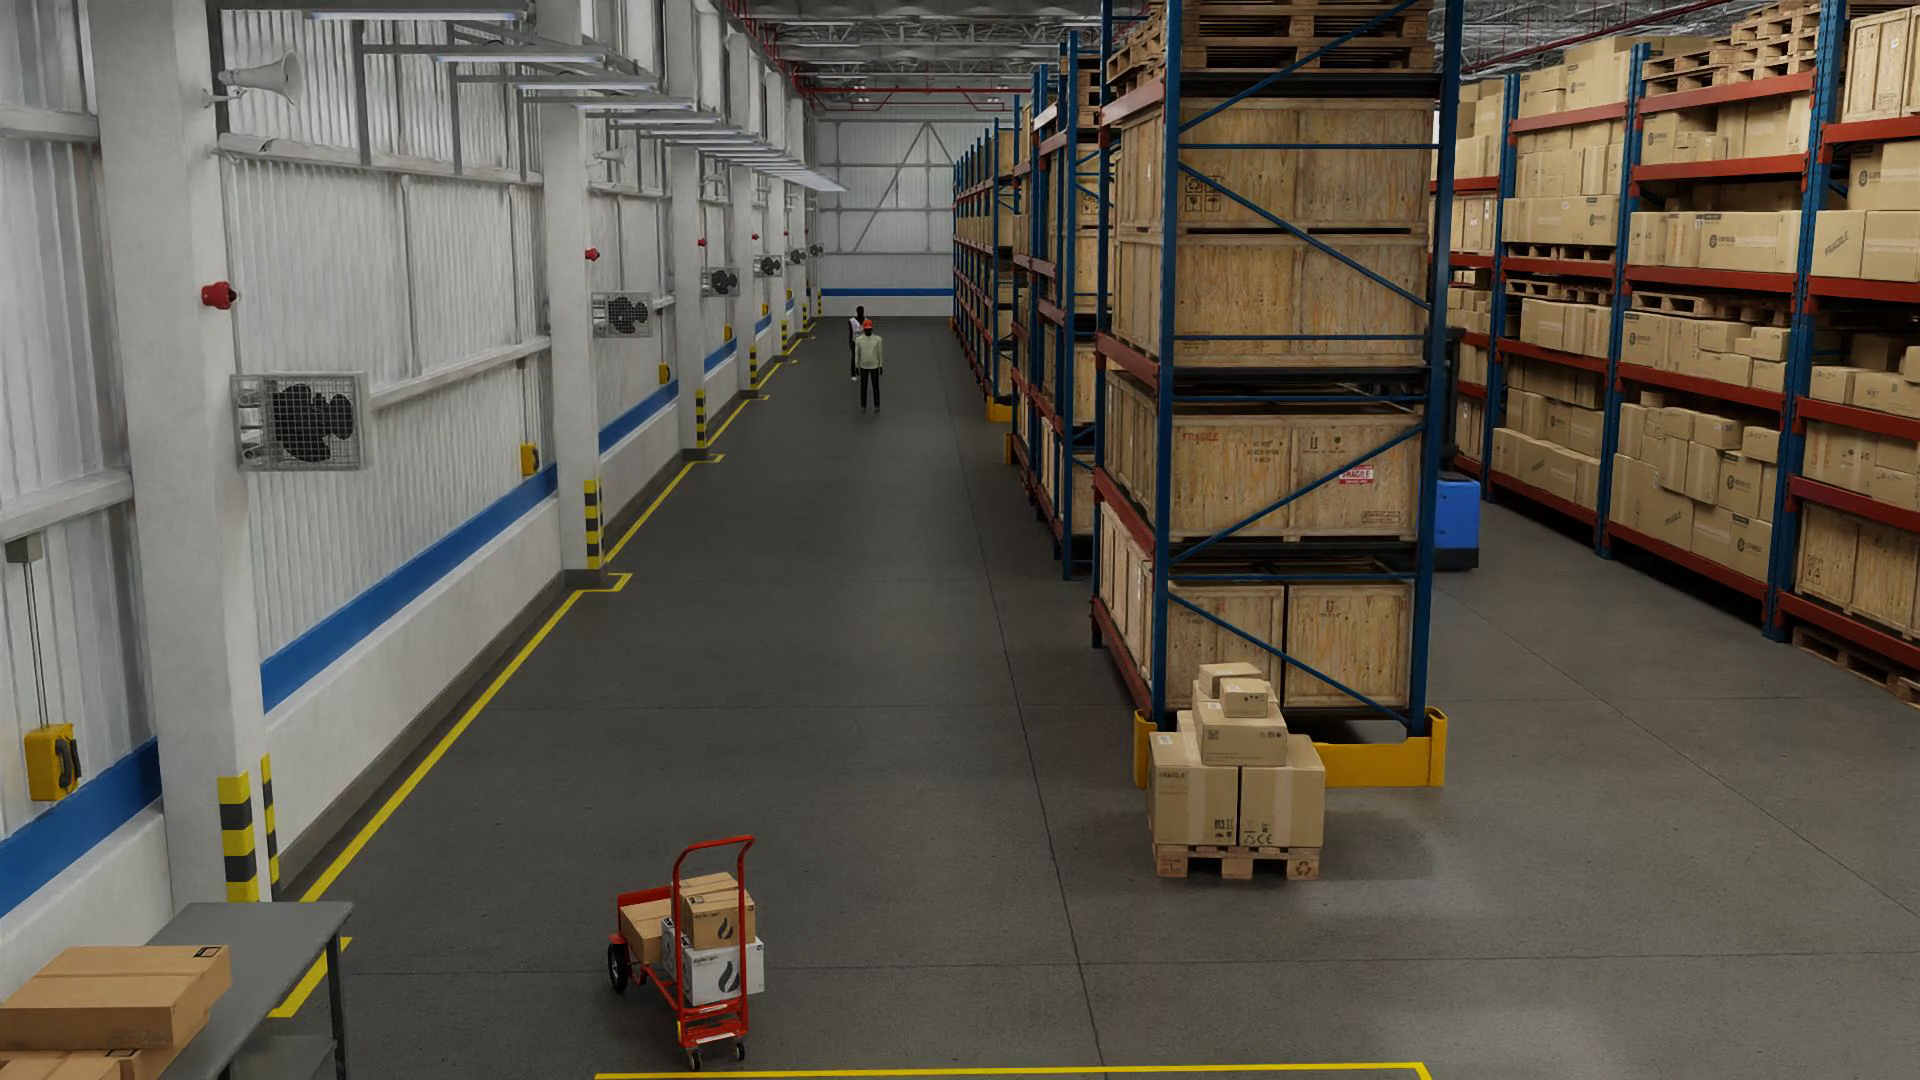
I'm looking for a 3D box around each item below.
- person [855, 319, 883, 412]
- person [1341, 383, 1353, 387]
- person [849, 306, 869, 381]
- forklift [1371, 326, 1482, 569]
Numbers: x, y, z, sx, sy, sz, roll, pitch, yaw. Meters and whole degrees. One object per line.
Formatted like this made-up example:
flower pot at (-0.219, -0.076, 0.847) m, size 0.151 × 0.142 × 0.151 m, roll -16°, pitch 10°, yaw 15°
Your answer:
person at (-1.942, -3.710, 35.493) m, size 0.618 × 1.989 × 0.401 m, roll 0°, pitch 11°, yaw 1°
person at (7.673, -3.172, 33.111) m, size 0.454 × 1.820 × 0.585 m, roll -1°, pitch 11°, yaw -5°
person at (-2.573, -5.036, 42.595) m, size 0.591 × 1.910 × 0.387 m, roll -6°, pitch 12°, yaw -27°
forklift at (5.473, -1.161, 19.889) m, size 1.129 × 2.768 × 1.873 m, roll 0°, pitch 11°, yaw -2°
